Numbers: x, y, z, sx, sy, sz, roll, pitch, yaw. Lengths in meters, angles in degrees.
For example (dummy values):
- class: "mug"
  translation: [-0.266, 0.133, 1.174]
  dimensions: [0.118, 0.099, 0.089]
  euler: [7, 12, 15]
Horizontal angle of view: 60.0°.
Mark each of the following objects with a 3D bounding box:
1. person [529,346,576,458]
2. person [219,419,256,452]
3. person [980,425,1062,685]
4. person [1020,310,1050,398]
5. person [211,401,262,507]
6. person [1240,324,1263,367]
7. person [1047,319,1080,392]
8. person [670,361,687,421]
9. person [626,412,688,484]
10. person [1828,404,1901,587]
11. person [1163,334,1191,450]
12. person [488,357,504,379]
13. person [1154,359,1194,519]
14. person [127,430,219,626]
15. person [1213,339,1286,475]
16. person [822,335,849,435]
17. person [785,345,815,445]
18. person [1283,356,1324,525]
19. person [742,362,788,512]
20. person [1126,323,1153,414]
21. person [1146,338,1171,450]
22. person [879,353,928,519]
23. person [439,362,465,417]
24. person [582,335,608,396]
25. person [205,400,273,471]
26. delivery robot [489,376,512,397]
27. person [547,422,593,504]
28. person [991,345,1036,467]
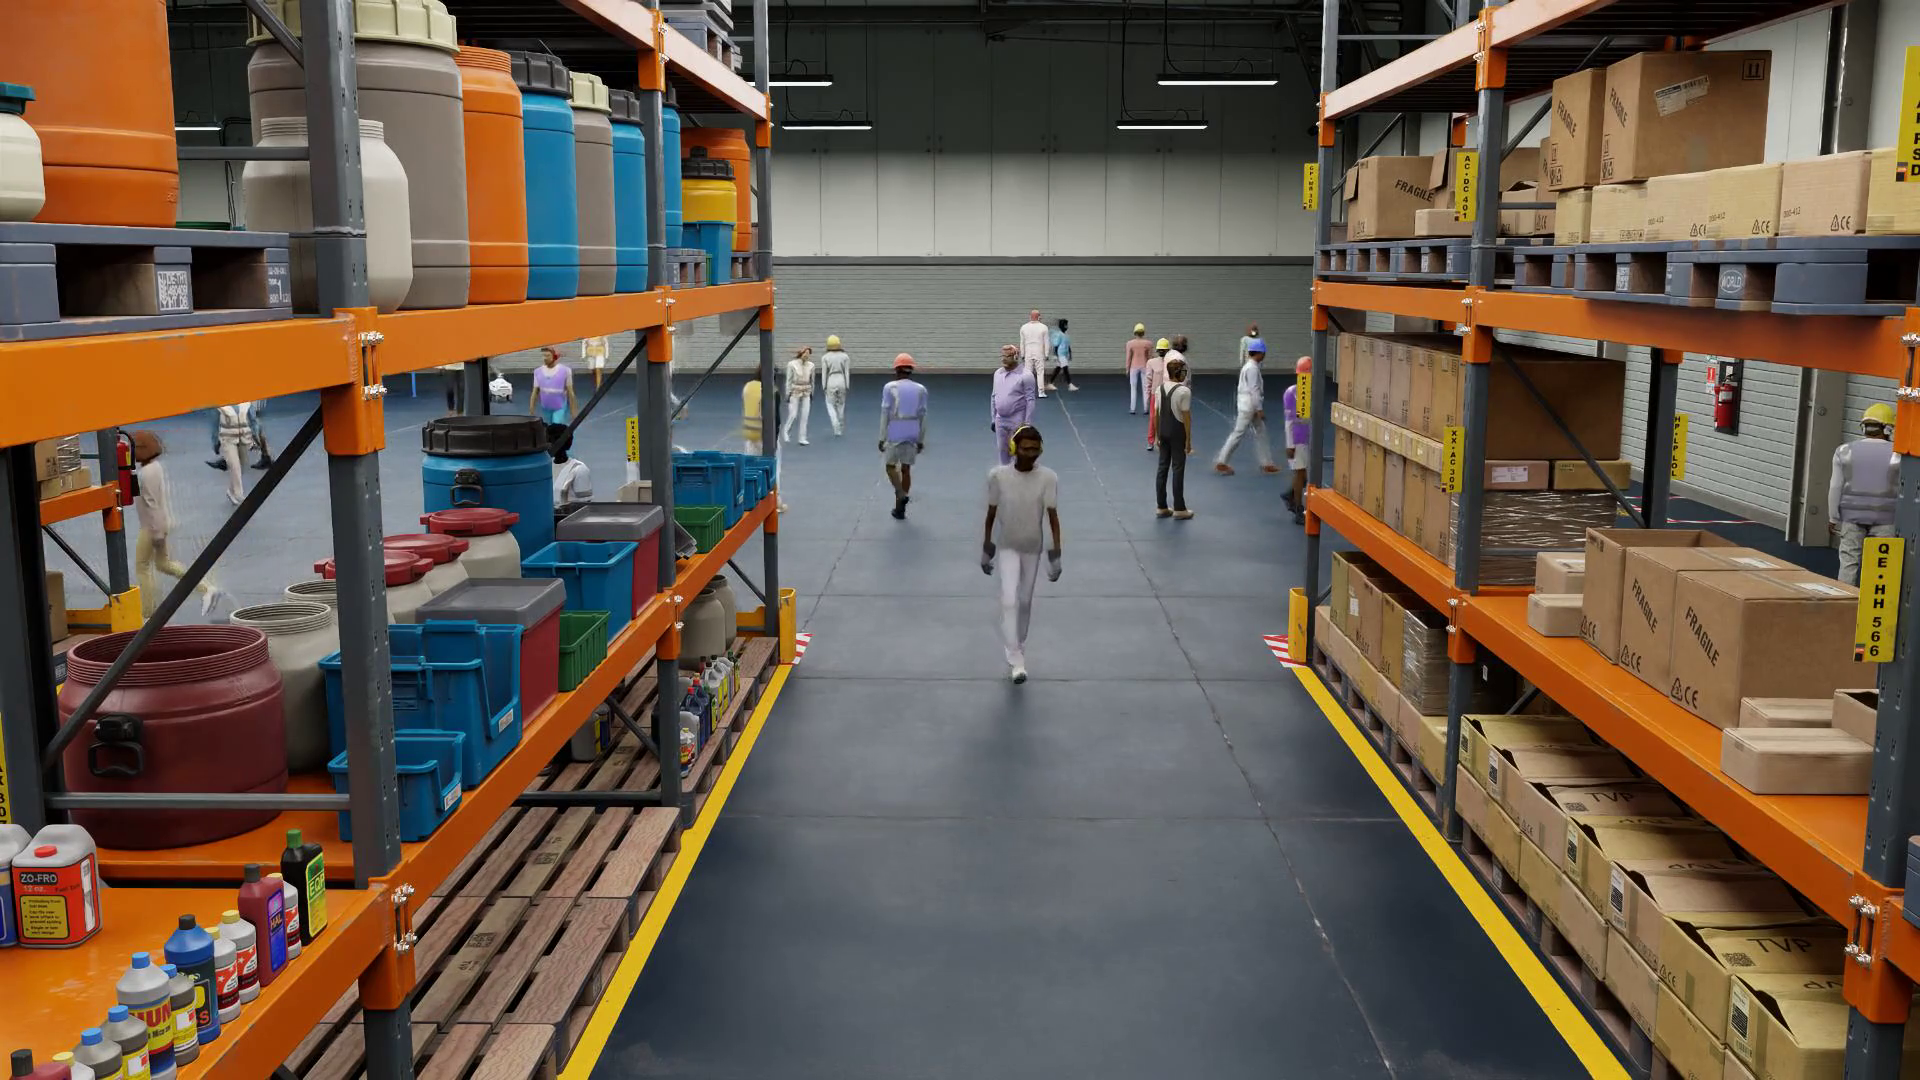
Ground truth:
- class: "person"
  translation: [-5.684, -1.778, 23.010]
  dimensions: [0.596, 1.793, 0.951]
  euler: [3, 10, 19]
- class: "person"
  translation: [-10.703, -2.048, 24.378]
  dimensions: [0.475, 1.893, 0.651]
  euler: [-5, 11, -29]
- class: "person"
  translation: [0.441, 0.106, 11.690]
  dimensions: [0.537, 1.808, 0.984]
  euler: [-1, 10, -7]
- class: "person"
  translation: [1.644, -4.061, 36.376]
  dimensions: [0.648, 1.907, 0.409]
  euler: [2, 10, 13]
- class: "person"
  translation: [-8.780, -1.196, 20.110]
  dimensions: [0.810, 1.606, 0.514]
  euler: [8, 13, 41]
- class: "person"
  translation: [6.379, -3.947, 36.577]
  dimensions: [0.509, 1.615, 0.632]
  euler: [-2, 10, -12]
- class: "person"
  translation: [2.353, -4.253, 38.286]
  dimensions: [0.866, 1.651, 0.545]
  euler: [5, 11, 27]
- class: "person"
  translation: [-5.375, -3.063, 30.326]
  dimensions: [0.606, 1.926, 0.638]
  euler: [-6, 11, -34]
- class: "person"
  translation: [-2.432, -0.160, 13.471]
  dimensions: [0.602, 1.766, 0.926]
  euler: [-7, 11, -34]
- class: "person"
  translation: [7.322, -0.183, 13.391]
  dimensions: [0.600, 1.820, 0.404]
  euler: [6, 11, 34]
- class: "person"
  translation: [3.369, -2.267, 25.819]
  dimensions: [0.429, 1.841, 0.632]
  euler: [-2, 10, -10]
- class: "person"
  translation: [-11.174, -4.549, 39.292]
  dimensions: [0.591, 1.900, 0.607]
  euler: [3, 10, 19]
- class: "person"
  translation: [2.474, -1.178, 19.298]
  dimensions: [0.349, 1.843, 0.506]
  euler: [-9, 13, -43]
- class: "person"
  translation: [-6.499, -0.106, 13.563]
  dimensions: [0.686, 1.608, 0.505]
  euler: [-3, 10, -18]
- class: "person"
  translation: [4.008, -1.841, 23.120]
  dimensions: [0.986, 1.905, 0.611]
  euler: [3, 10, 16]
- class: "person"
  translation: [-2.114, -2.639, 28.406]
  dimensions: [0.487, 1.726, 0.528]
  euler: [-2, 10, -14]
- class: "person"
  translation: [-2.614, -2.351, 26.983]
  dimensions: [0.538, 1.612, 0.480]
  euler: [-7, 11, -34]
- class: "person"
  translation: [3.868, -1.136, 18.866]
  dimensions: [0.548, 1.910, 0.565]
  euler: [-5, 11, -28]
- class: "person"
  translation: [-2.396, -1.202, 19.552]
  dimensions: [0.640, 1.816, 0.735]
  euler: [8, 13, 41]
- class: "person"
  translation: [3.499, -3.341, 32.484]
  dimensions: [0.533, 1.765, 0.331]
  euler: [0, 9, -2]
- class: "person"
  translation: [3.190, -2.292, 26.205]
  dimensions: [0.527, 1.765, 0.329]
  euler: [0, 9, 3]
- class: "person"
  translation: [-0.645, -1.189, 19.201]
  dimensions: [0.609, 1.897, 0.627]
  euler: [-4, 10, -21]
- class: "person"
  translation: [-9.435, -3.232, 31.181]
  dimensions: [0.654, 1.978, 0.439]
  euler: [-4, 10, -25]
- class: "person"
  translation: [-8.054, -4.131, 36.828]
  dimensions: [0.555, 1.910, 0.939]
  euler: [0, 9, 1]
- class: "person"
  translation: [-10.299, -1.927, 23.634]
  dimensions: [0.983, 1.888, 0.553]
  euler: [-6, 11, -32]
- class: "delivery robot"
  translation: [-9.786, -3.250, 35.402]
  dimensions: [0.477, 0.478, 0.707]
  euler: [-5, 11, -28]
- class: "person"
  translation: [-3.145, -0.088, 13.198]
  dimensions: [0.535, 1.695, 0.319]
  euler: [5, 11, 28]
- class: "person"
  translation: [0.642, -1.530, 21.213]
  dimensions: [0.649, 1.906, 0.401]
  euler: [8, 12, 39]
